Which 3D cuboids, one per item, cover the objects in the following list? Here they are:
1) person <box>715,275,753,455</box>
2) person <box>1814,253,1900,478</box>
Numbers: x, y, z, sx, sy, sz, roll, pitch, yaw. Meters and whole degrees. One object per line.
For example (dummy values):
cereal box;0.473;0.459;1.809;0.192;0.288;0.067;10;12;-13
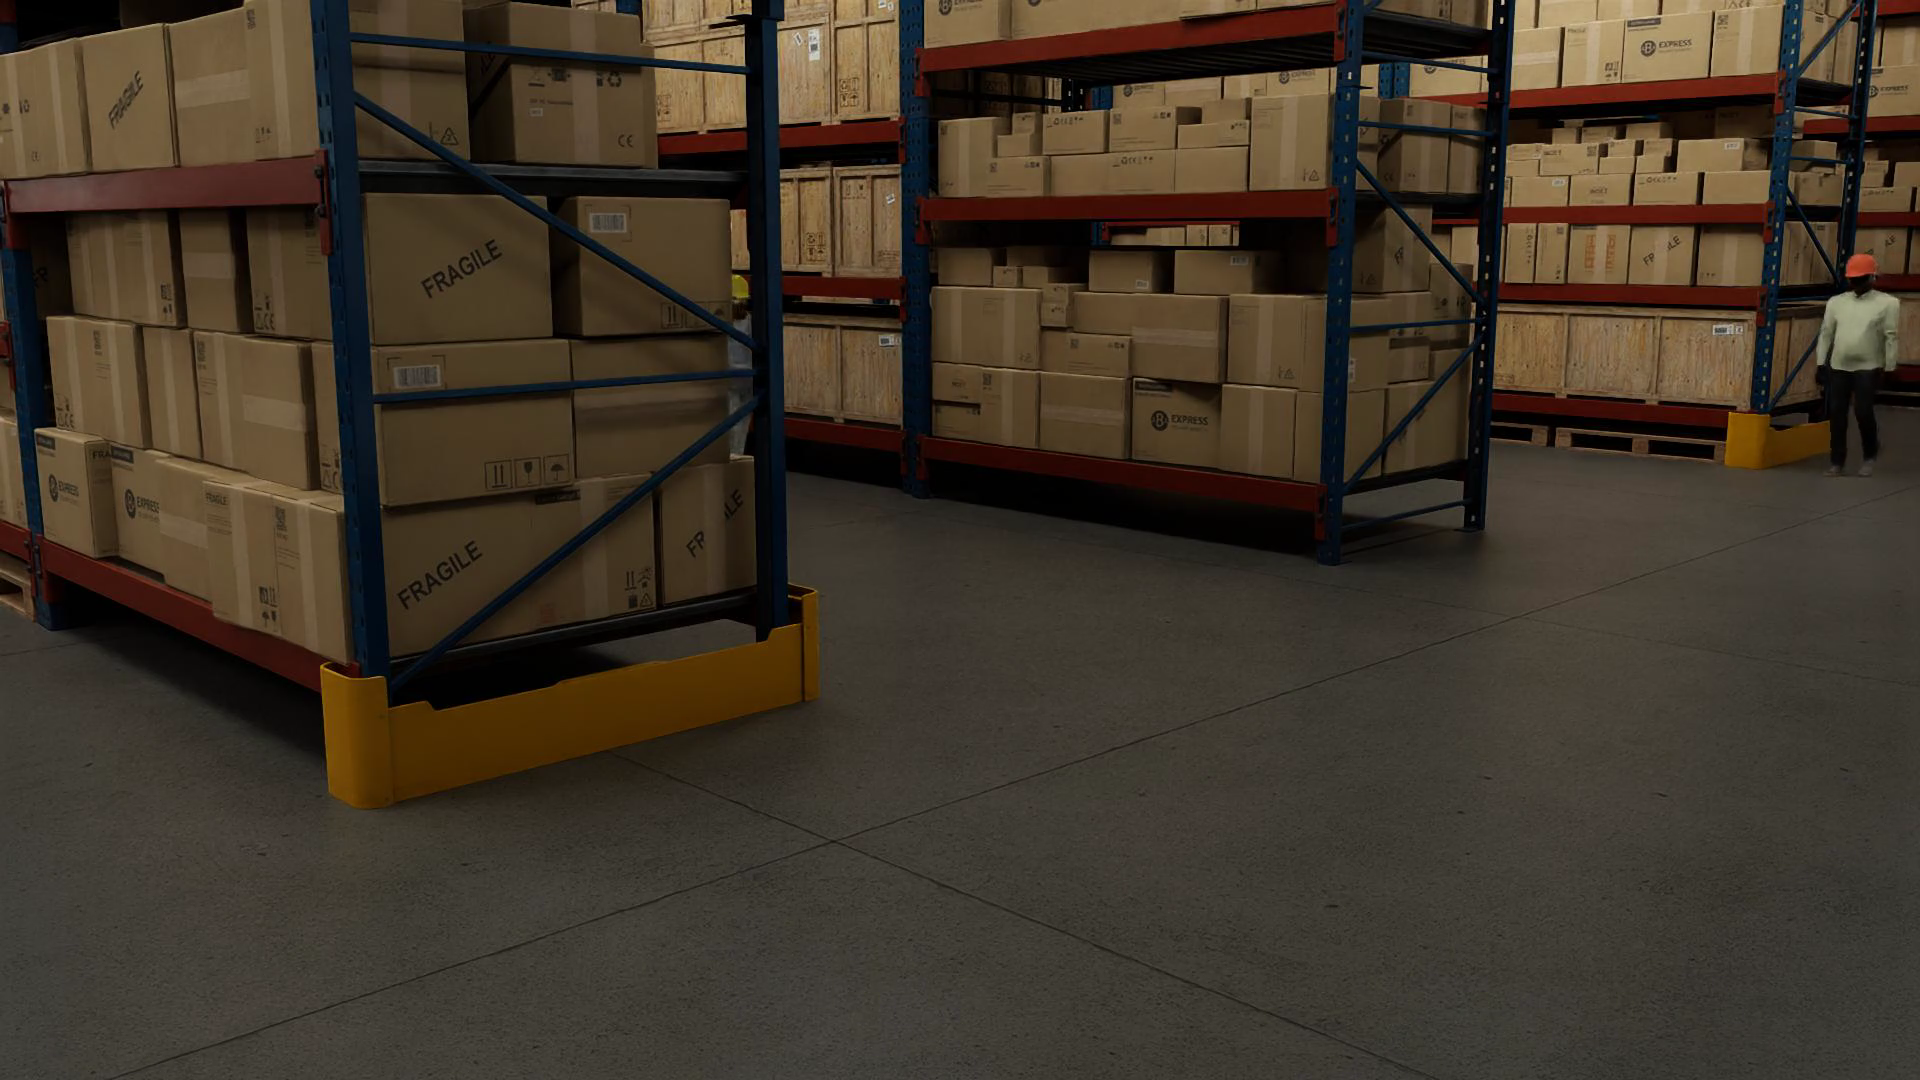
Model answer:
person;-1.739;-1.197;13.276;0.604;1.808;0.610;9;14;40
person;7.857;-1.522;14.617;0.459;1.971;0.622;-9;14;-41
